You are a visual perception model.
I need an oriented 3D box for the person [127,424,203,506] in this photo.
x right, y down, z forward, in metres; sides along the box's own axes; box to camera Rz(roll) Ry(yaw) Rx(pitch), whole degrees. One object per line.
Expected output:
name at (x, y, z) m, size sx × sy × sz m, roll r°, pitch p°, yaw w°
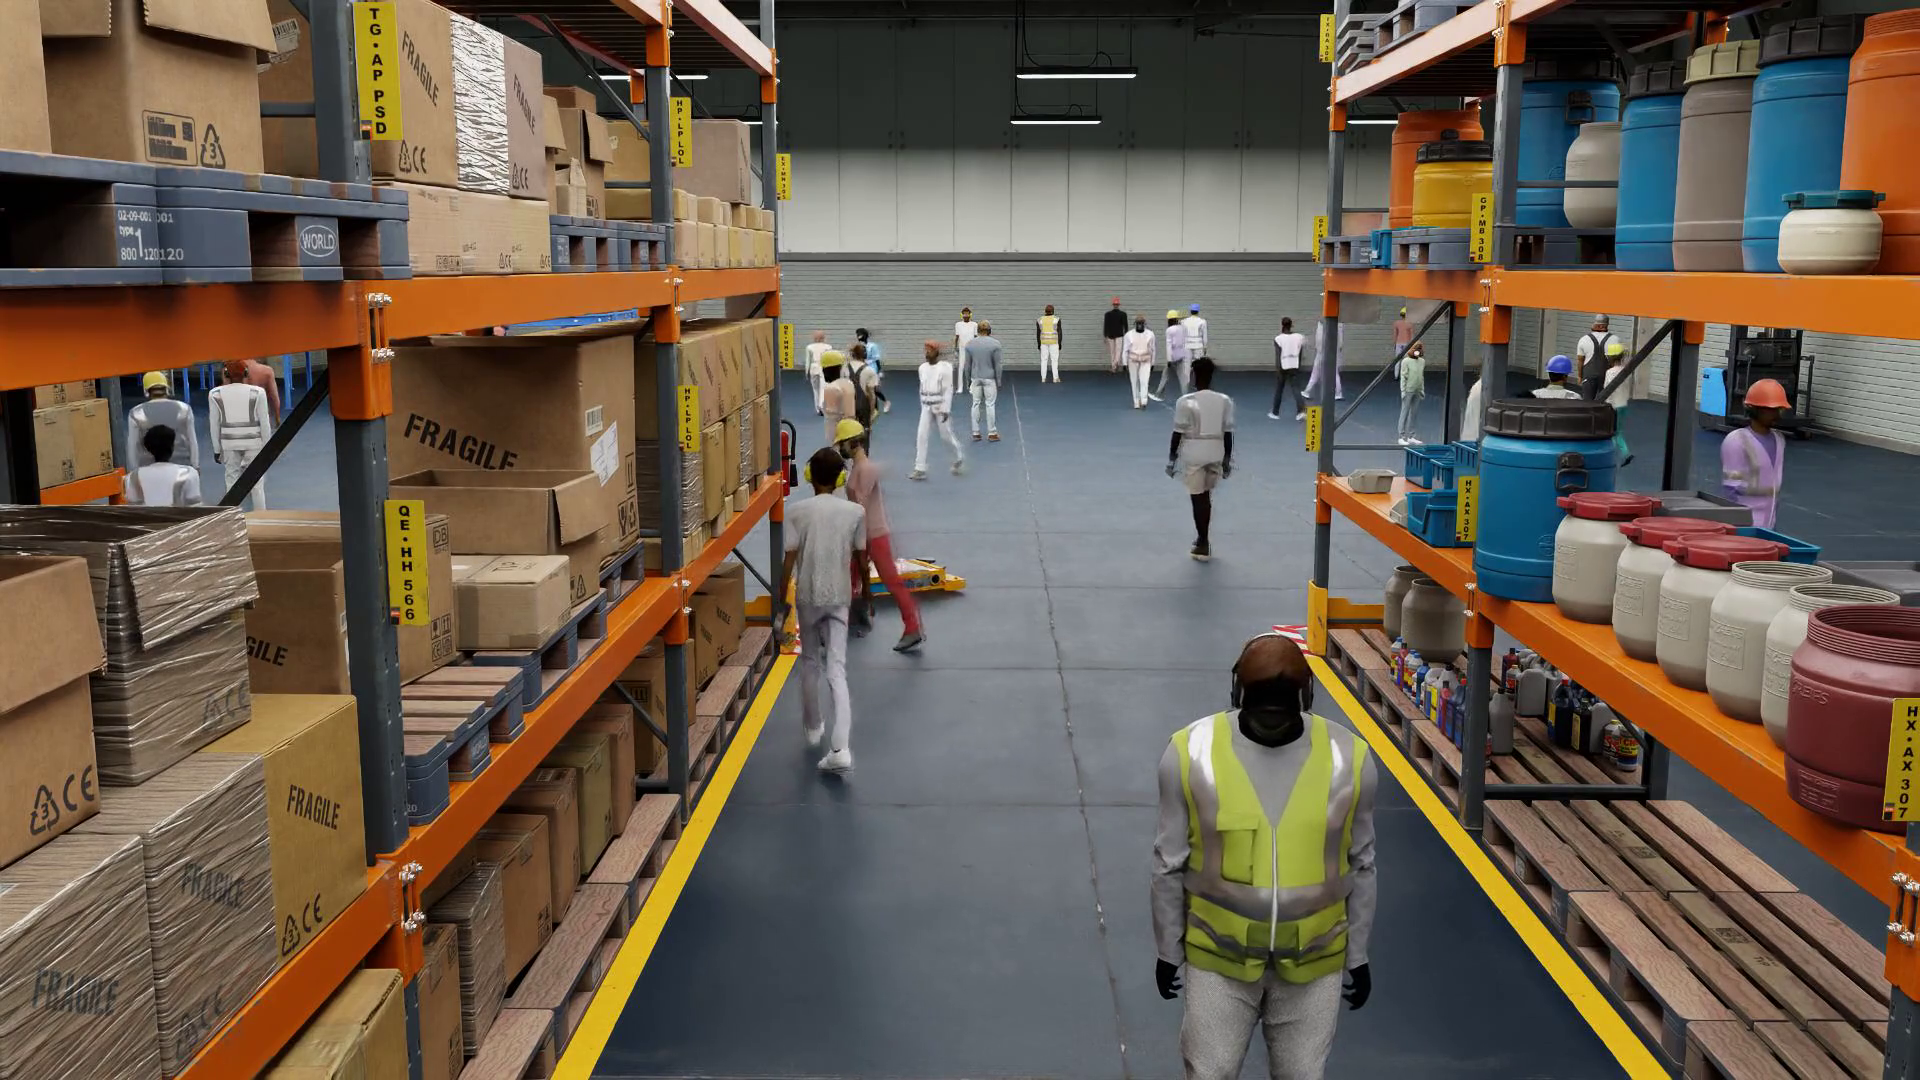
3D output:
person at (-5.762, -0.005, 12.125) m, size 0.547 × 1.682 × 0.370 m, roll 0°, pitch 9°, yaw -2°

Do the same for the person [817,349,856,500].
person at (-1.332, -1.121, 18.143) m, size 0.457 × 1.907 × 0.596 m, roll 4°, pitch 10°, yaw 21°

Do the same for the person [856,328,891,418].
person at (-1.642, -3.078, 30.600) m, size 0.534 × 1.661 × 0.557 m, roll -8°, pitch 12°, yaw -40°

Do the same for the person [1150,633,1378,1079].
person at (0.854, 1.161, 4.688) m, size 0.636 × 1.840 × 0.429 m, roll 1°, pitch 10°, yaw 4°

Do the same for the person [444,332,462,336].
person at (-7.722, -2.339, 25.416) m, size 0.559 × 1.911 × 0.559 m, roll 6°, pitch 11°, yaw 32°

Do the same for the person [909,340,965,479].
person at (-0.291, -1.752, 22.160) m, size 0.590 × 1.845 × 0.958 m, roll 6°, pitch 11°, yaw 33°

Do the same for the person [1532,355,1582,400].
person at (5.834, -0.840, 16.351) m, size 0.614 × 1.947 × 0.388 m, roll 9°, pitch 13°, yaw 43°

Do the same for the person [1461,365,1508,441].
person at (5.401, -0.954, 17.182) m, size 0.511 × 1.898 × 0.711 m, roll 2°, pitch 10°, yaw 13°

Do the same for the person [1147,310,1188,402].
person at (4.283, -3.707, 33.745) m, size 0.983 × 1.873 × 0.611 m, roll 9°, pitch 13°, yaw 43°

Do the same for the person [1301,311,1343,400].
person at (7.588, -3.844, 34.650) m, size 0.654 × 1.847 × 1.020 m, roll -8°, pitch 12°, yaw -38°

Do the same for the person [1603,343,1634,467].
person at (8.972, -1.822, 22.806) m, size 0.552 × 1.753 × 0.388 m, roll -8°, pitch 13°, yaw -41°

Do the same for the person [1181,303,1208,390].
person at (5.250, -4.339, 37.314) m, size 0.615 × 1.945 × 0.404 m, roll 3°, pitch 10°, yaw 17°

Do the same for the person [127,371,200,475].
person at (-7.711, -0.736, 16.099) m, size 0.624 × 1.819 × 0.413 m, roll -5°, pitch 11°, yaw -30°

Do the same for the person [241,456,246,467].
person at (-10.031, -1.844, 23.299) m, size 0.540 × 1.624 × 0.421 m, roll 9°, pitch 13°, yaw 43°

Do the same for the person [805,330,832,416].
person at (-2.626, -3.120, 31.041) m, size 0.526 × 1.598 × 0.811 m, roll 1°, pitch 9°, yaw 3°

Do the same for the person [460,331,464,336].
person at (-7.689, -2.390, 25.856) m, size 0.716 × 1.878 × 0.645 m, roll -8°, pitch 13°, yaw -41°

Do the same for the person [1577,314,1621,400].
person at (10.440, -2.674, 27.188) m, size 0.673 × 2.000 × 0.535 m, roll 4°, pitch 10°, yaw 23°

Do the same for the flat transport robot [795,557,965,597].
flat transport robot at (-0.729, 0.344, 14.405) m, size 1.431 × 0.197 × 0.652 m, roll -6°, pitch 11°, yaw -31°

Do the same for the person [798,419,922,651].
person at (-0.702, -0.030, 12.247) m, size 0.901 × 1.704 × 0.515 m, roll -3°, pitch 10°, yaw -17°

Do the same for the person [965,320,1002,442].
person at (0.382, -2.556, 26.660) m, size 0.627 × 1.940 × 0.376 m, roll 4°, pitch 10°, yaw 23°

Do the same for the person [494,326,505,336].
person at (-7.060, -2.302, 25.235) m, size 0.573 × 1.907 × 0.476 m, roll 2°, pitch 10°, yaw 14°

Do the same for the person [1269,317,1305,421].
person at (5.991, -3.118, 30.253) m, size 0.595 × 1.877 × 1.004 m, roll -3°, pitch 10°, yaw -16°

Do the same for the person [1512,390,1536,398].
person at (5.217, -0.577, 15.637) m, size 0.849 × 1.650 × 0.544 m, roll 7°, pitch 12°, yaw 35°

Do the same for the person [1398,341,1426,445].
person at (7.110, -2.312, 26.110) m, size 0.502 × 1.632 × 0.284 m, roll -6°, pitch 11°, yaw -31°

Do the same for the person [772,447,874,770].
person at (-0.781, 0.381, 9.508) m, size 0.601 × 1.804 × 0.978 m, roll -2°, pitch 10°, yaw -11°

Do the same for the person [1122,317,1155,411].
person at (3.466, -3.418, 32.266) m, size 0.644 × 1.786 × 0.972 m, roll 1°, pitch 10°, yaw 5°

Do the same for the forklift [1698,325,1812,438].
forklift at (13.248, -3.165, 27.620) m, size 1.129 × 2.768 × 1.873 m, roll 0°, pitch 9°, yaw 1°

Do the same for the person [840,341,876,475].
person at (-1.372, -1.709, 21.932) m, size 0.533 × 1.823 × 0.735 m, roll 2°, pitch 10°, yaw 14°

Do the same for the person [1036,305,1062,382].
person at (2.146, -4.696, 39.771) m, size 0.621 × 1.845 × 0.429 m, roll 3°, pitch 10°, yaw 17°

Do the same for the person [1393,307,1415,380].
person at (10.758, -4.751, 40.314) m, size 0.525 × 1.772 × 0.309 m, roll 6°, pitch 11°, yaw 33°

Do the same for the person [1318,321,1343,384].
person at (8.726, -4.606, 39.252) m, size 0.586 × 1.835 × 0.403 m, roll 1°, pitch 10°, yaw 6°

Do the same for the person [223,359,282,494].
person at (-8.804, -1.569, 20.742) m, size 0.645 × 1.938 × 1.011 m, roll -2°, pitch 10°, yaw -10°

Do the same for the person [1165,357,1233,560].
person at (2.291, -0.806, 16.180) m, size 0.610 × 1.942 × 0.731 m, roll -4°, pitch 10°, yaw -24°

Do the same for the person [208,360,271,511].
person at (-7.463, -0.961, 17.284) m, size 0.587 × 1.882 × 0.358 m, roll -3°, pitch 10°, yaw -15°

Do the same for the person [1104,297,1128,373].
person at (4.019, -5.283, 42.922) m, size 0.620 × 1.971 × 0.852 m, roll 3°, pitch 10°, yaw 16°

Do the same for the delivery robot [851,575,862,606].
delivery robot at (-0.950, 0.316, 13.439) m, size 0.477 × 0.478 × 0.707 m, roll -1°, pitch 10°, yaw -9°

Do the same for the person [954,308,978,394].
person at (0.144, -4.146, 36.401) m, size 0.538 × 1.866 × 0.313 m, roll 0°, pitch 9°, yaw 0°

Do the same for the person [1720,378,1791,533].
person at (5.625, -0.122, 11.768) m, size 0.614 × 2.041 × 0.390 m, roll -6°, pitch 11°, yaw -31°
